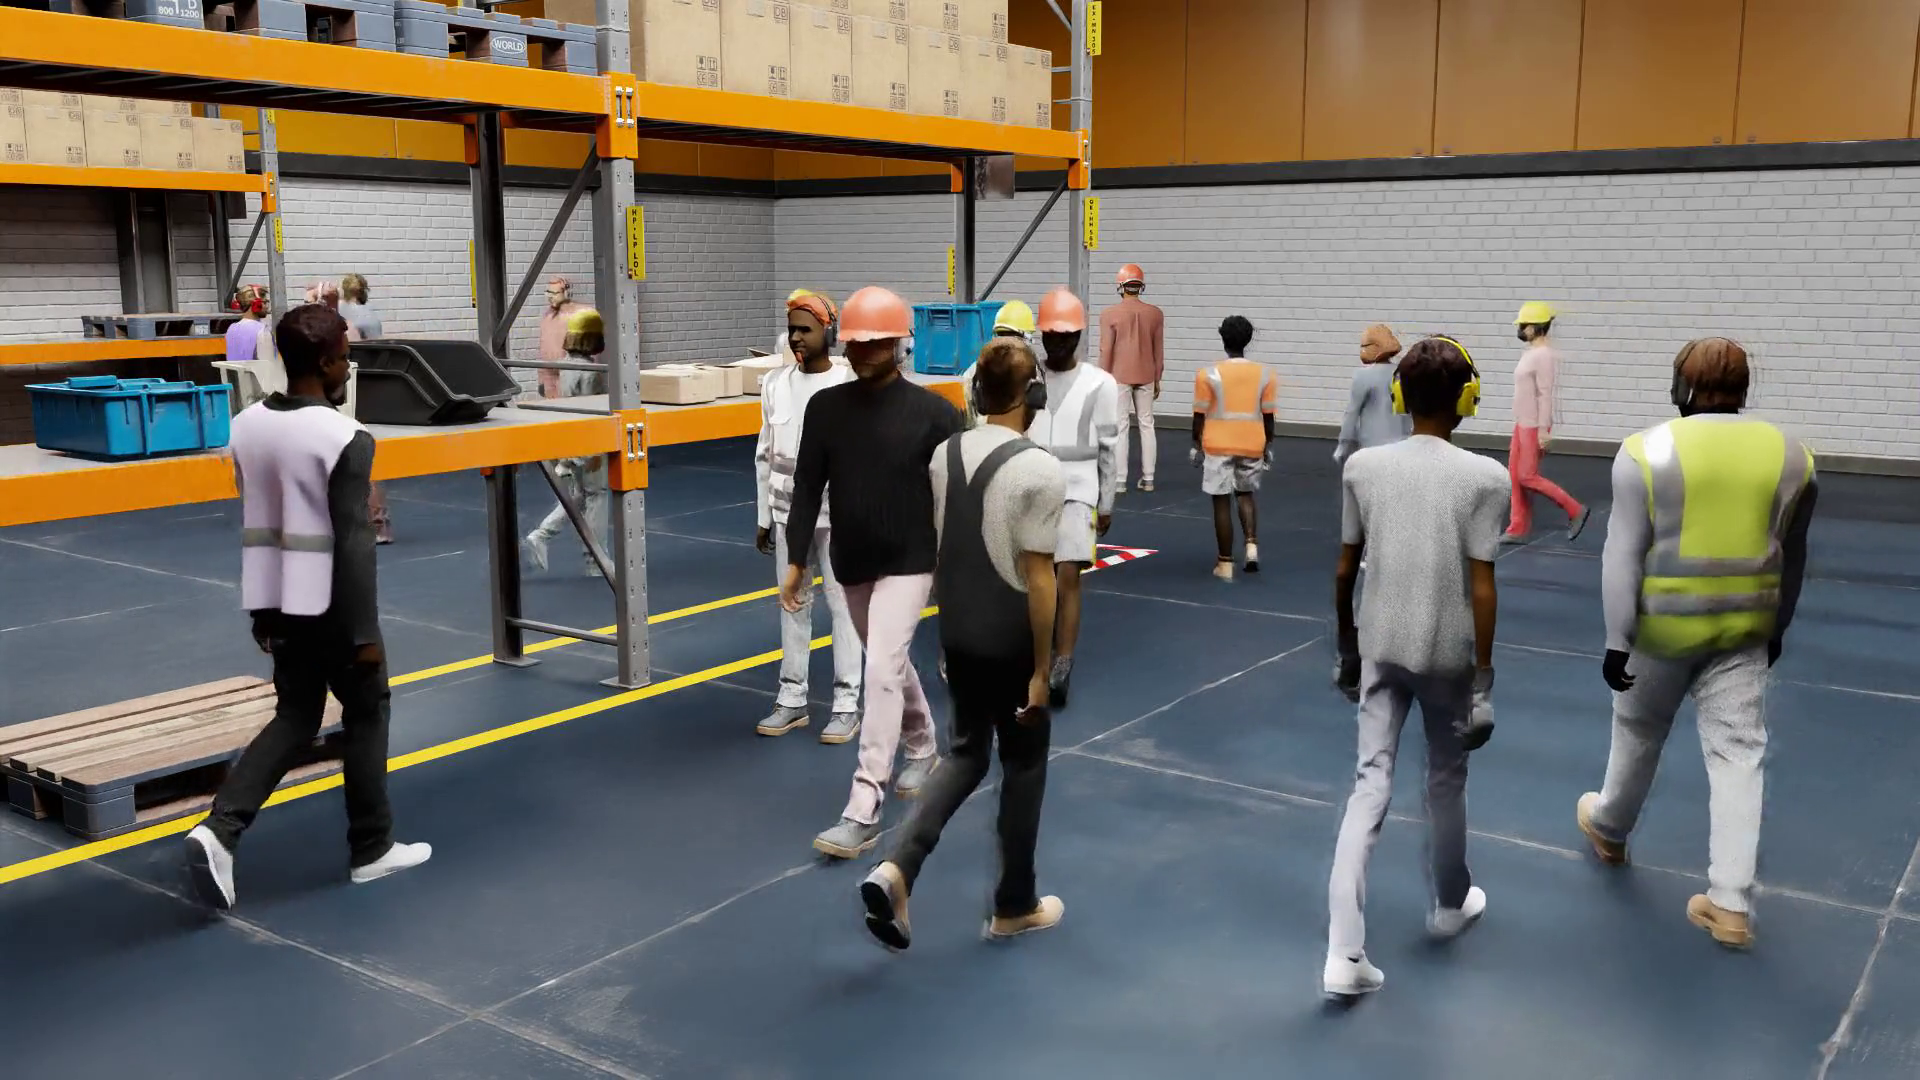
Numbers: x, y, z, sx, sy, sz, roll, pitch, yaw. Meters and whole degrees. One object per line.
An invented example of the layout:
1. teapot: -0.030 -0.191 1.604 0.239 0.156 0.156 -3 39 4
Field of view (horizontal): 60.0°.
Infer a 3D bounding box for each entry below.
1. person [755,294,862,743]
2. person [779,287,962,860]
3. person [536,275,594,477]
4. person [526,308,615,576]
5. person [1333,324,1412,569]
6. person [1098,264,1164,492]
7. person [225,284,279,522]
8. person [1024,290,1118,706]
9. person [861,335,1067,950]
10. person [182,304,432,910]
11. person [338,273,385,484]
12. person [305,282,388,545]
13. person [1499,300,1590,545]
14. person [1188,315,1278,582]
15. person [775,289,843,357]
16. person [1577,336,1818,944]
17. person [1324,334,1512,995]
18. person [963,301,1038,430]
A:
1. person: -0.613 -0.084 7.014 0.573 1.883 0.355 4 10 24
2. person: -0.279 0.071 5.950 0.611 1.942 1.060 5 11 27
3. person: -3.700 -1.504 15.443 0.676 1.887 0.422 6 11 33
4. person: -2.430 -0.606 10.559 0.574 1.727 0.499 -7 12 -35
5. person: 2.704 -0.604 10.912 0.496 1.614 0.480 -7 12 -36
6. person: 1.490 -1.415 14.597 0.613 1.995 0.391 -3 10 -16
7. person: -5.408 -1.037 12.785 0.567 1.848 0.389 7 12 37
8. person: 0.436 -0.206 7.735 0.553 1.880 1.015 3 10 17
9. person: 0.050 0.328 4.767 0.521 1.814 0.667 9 13 43
10. person: -2.063 0.214 5.201 0.598 1.892 0.769 5 11 28
11. person: -5.276 -1.390 14.699 0.648 1.909 0.787 6 11 32
12. person: -4.540 -0.876 11.789 0.965 1.861 0.673 -1 10 -6
13. person: 4.093 -0.806 11.714 0.598 1.751 0.529 1 10 7
14. person: 1.719 -0.577 10.519 0.540 1.682 0.372 -2 10 -11
15. person: -1.224 -1.054 13.037 0.621 1.791 0.906 5 11 28
16. person: 2.285 0.265 5.201 0.655 1.786 0.973 0 10 2
17. person: 1.271 0.338 4.704 0.541 1.827 0.975 7 12 35
18. person: 0.335 -0.430 9.327 0.620 1.788 0.889 6 12 34
